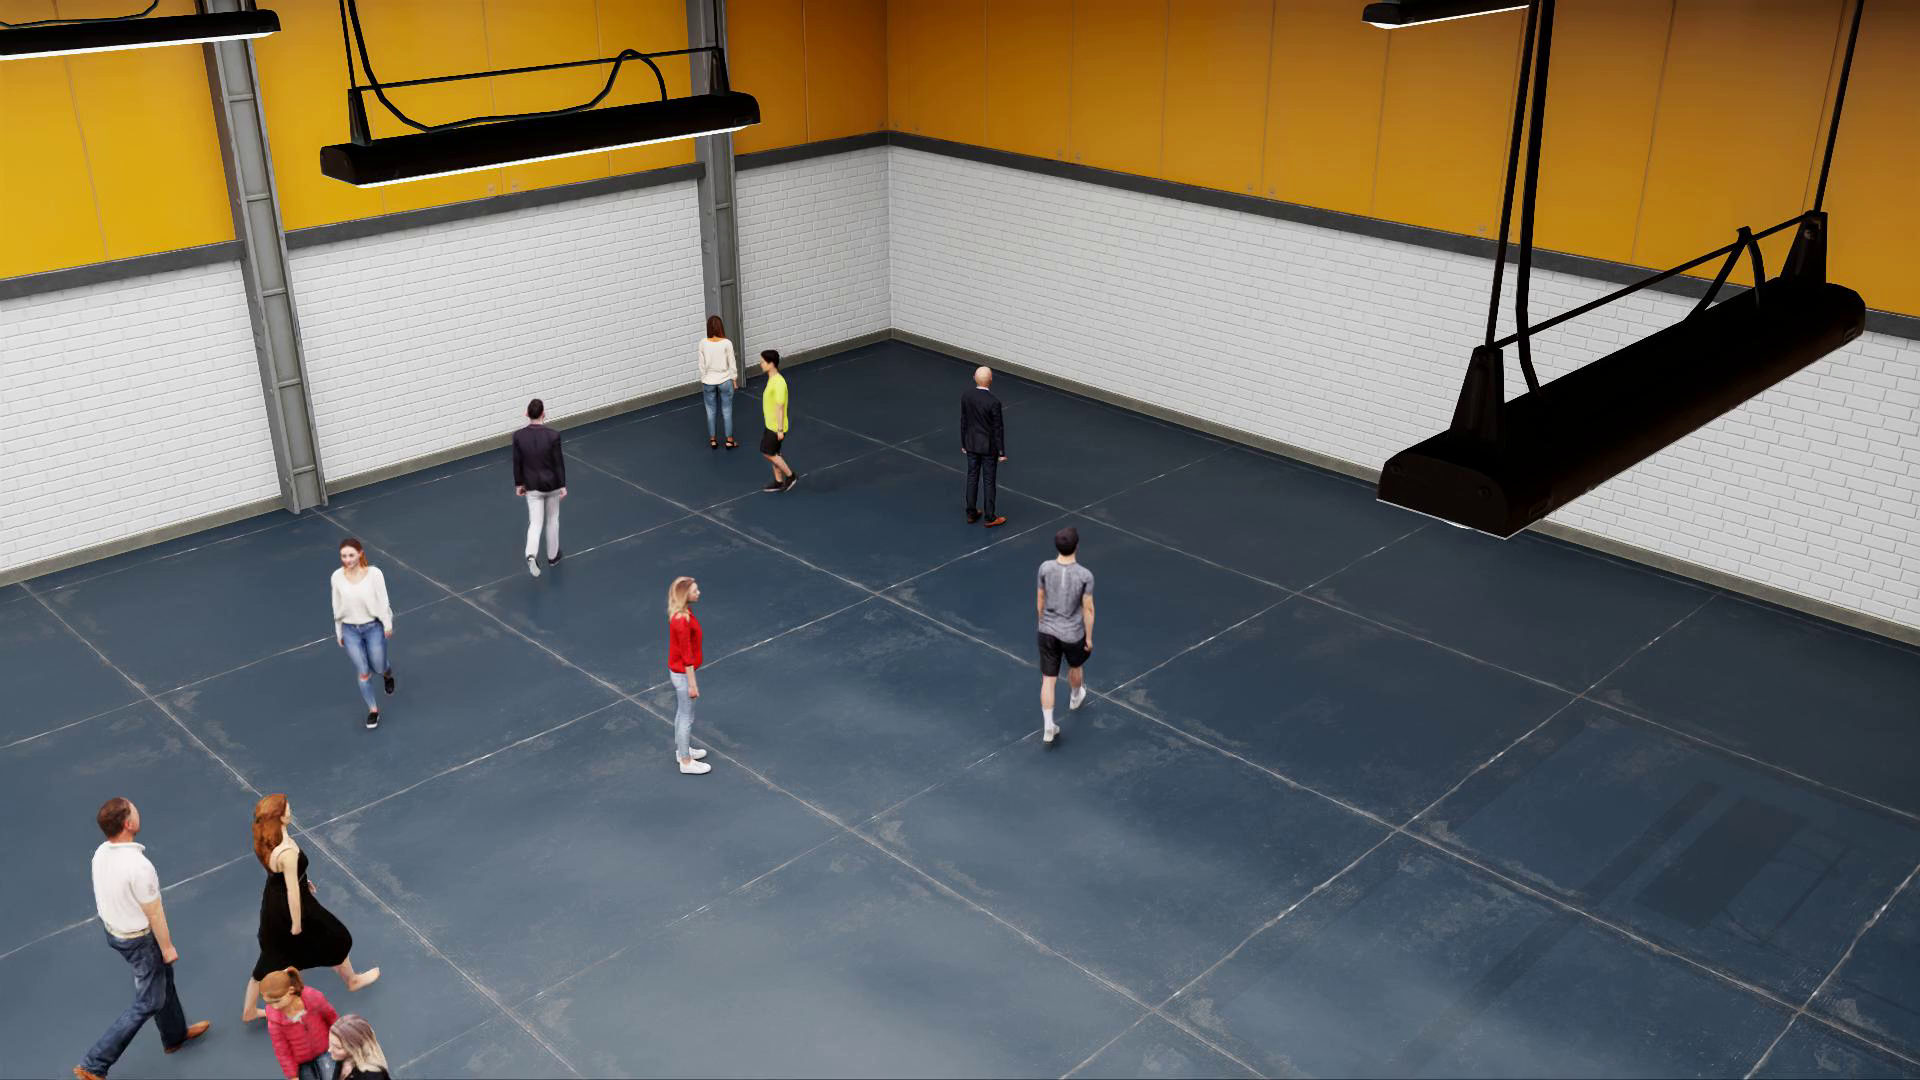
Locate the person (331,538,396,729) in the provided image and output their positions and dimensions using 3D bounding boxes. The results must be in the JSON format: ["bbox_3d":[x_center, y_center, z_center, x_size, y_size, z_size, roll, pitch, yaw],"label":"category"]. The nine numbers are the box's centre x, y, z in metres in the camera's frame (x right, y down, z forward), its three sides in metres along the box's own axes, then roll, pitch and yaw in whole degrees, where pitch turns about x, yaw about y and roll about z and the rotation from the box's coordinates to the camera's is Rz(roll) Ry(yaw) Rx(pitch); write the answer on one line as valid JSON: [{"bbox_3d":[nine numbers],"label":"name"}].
[{"bbox_3d":[-5.058,0.749,14.136,0.902,1.680,0.938,-3,24,-6],"label":"person"}]

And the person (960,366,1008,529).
[{"bbox_3d":[0.241,-1.020,18.032,0.732,1.800,0.644,15,28,31],"label":"person"}]

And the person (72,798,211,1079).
[{"bbox_3d":[-5.042,2.462,10.040,0.747,1.821,1.119,22,32,40],"label":"person"}]

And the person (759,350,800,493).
[{"bbox_3d":[-2.017,-1.339,18.891,0.835,1.698,0.790,-7,25,-17],"label":"person"}]

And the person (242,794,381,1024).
[{"bbox_3d":[-4.350,2.376,10.548,0.582,1.572,1.093,21,31,40],"label":"person"}]

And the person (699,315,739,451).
[{"bbox_3d":[-2.944,-1.919,20.237,0.702,1.682,0.725,4,24,9],"label":"person"}]

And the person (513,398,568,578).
[{"bbox_3d":[-4.252,-0.495,16.814,1.095,1.815,1.163,1,24,1],"label":"person"}]

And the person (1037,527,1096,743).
[{"bbox_3d":[0.815,0.810,13.812,1.011,1.827,1.262,8,25,17],"label":"person"}]

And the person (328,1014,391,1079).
[{"bbox_3d":[-2.980,3.115,8.751,0.942,1.657,0.745,-12,26,-26],"label":"person"}]

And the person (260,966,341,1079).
[{"bbox_3d":[-3.743,2.941,9.613,0.652,1.285,0.704,-21,31,-39],"label":"person"}]

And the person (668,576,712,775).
[{"bbox_3d":[-2.208,1.068,13.377,0.686,1.702,0.694,-6,24,-14],"label":"person"}]
